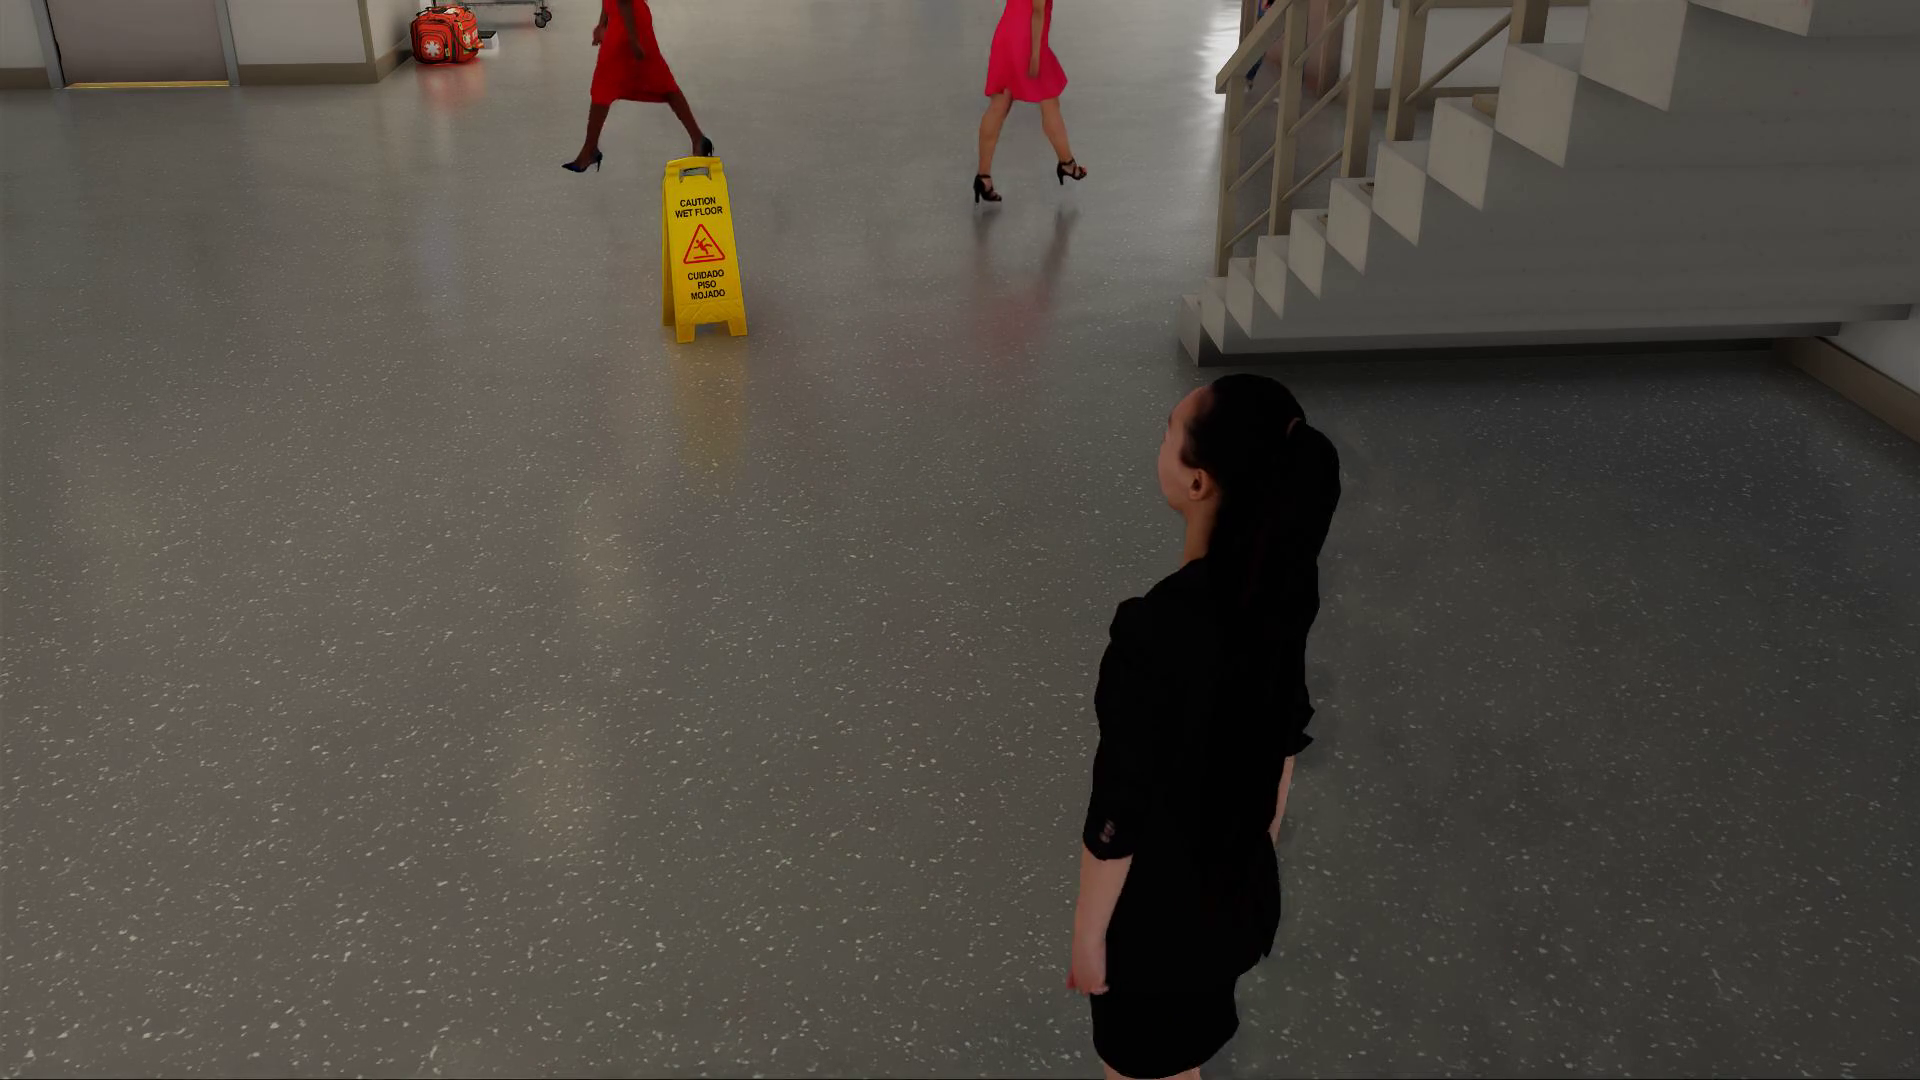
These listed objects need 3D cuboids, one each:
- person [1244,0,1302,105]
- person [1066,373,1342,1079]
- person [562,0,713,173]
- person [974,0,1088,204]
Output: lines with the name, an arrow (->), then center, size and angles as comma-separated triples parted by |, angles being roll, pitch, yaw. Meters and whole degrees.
person -> 2.342, -3.867, 11.782 | 0.792, 1.595, 1.137 | -10, 28, -21
person -> 0.406, 0.588, 2.445 | 1.002, 1.683, 0.927 | 22, 33, 38
person -> -1.851, -2.939, 9.755 | 0.752, 1.685, 1.102 | 0, 26, 1
person -> 0.272, -2.707, 9.283 | 1.005, 1.678, 1.053 | -19, 32, -34
